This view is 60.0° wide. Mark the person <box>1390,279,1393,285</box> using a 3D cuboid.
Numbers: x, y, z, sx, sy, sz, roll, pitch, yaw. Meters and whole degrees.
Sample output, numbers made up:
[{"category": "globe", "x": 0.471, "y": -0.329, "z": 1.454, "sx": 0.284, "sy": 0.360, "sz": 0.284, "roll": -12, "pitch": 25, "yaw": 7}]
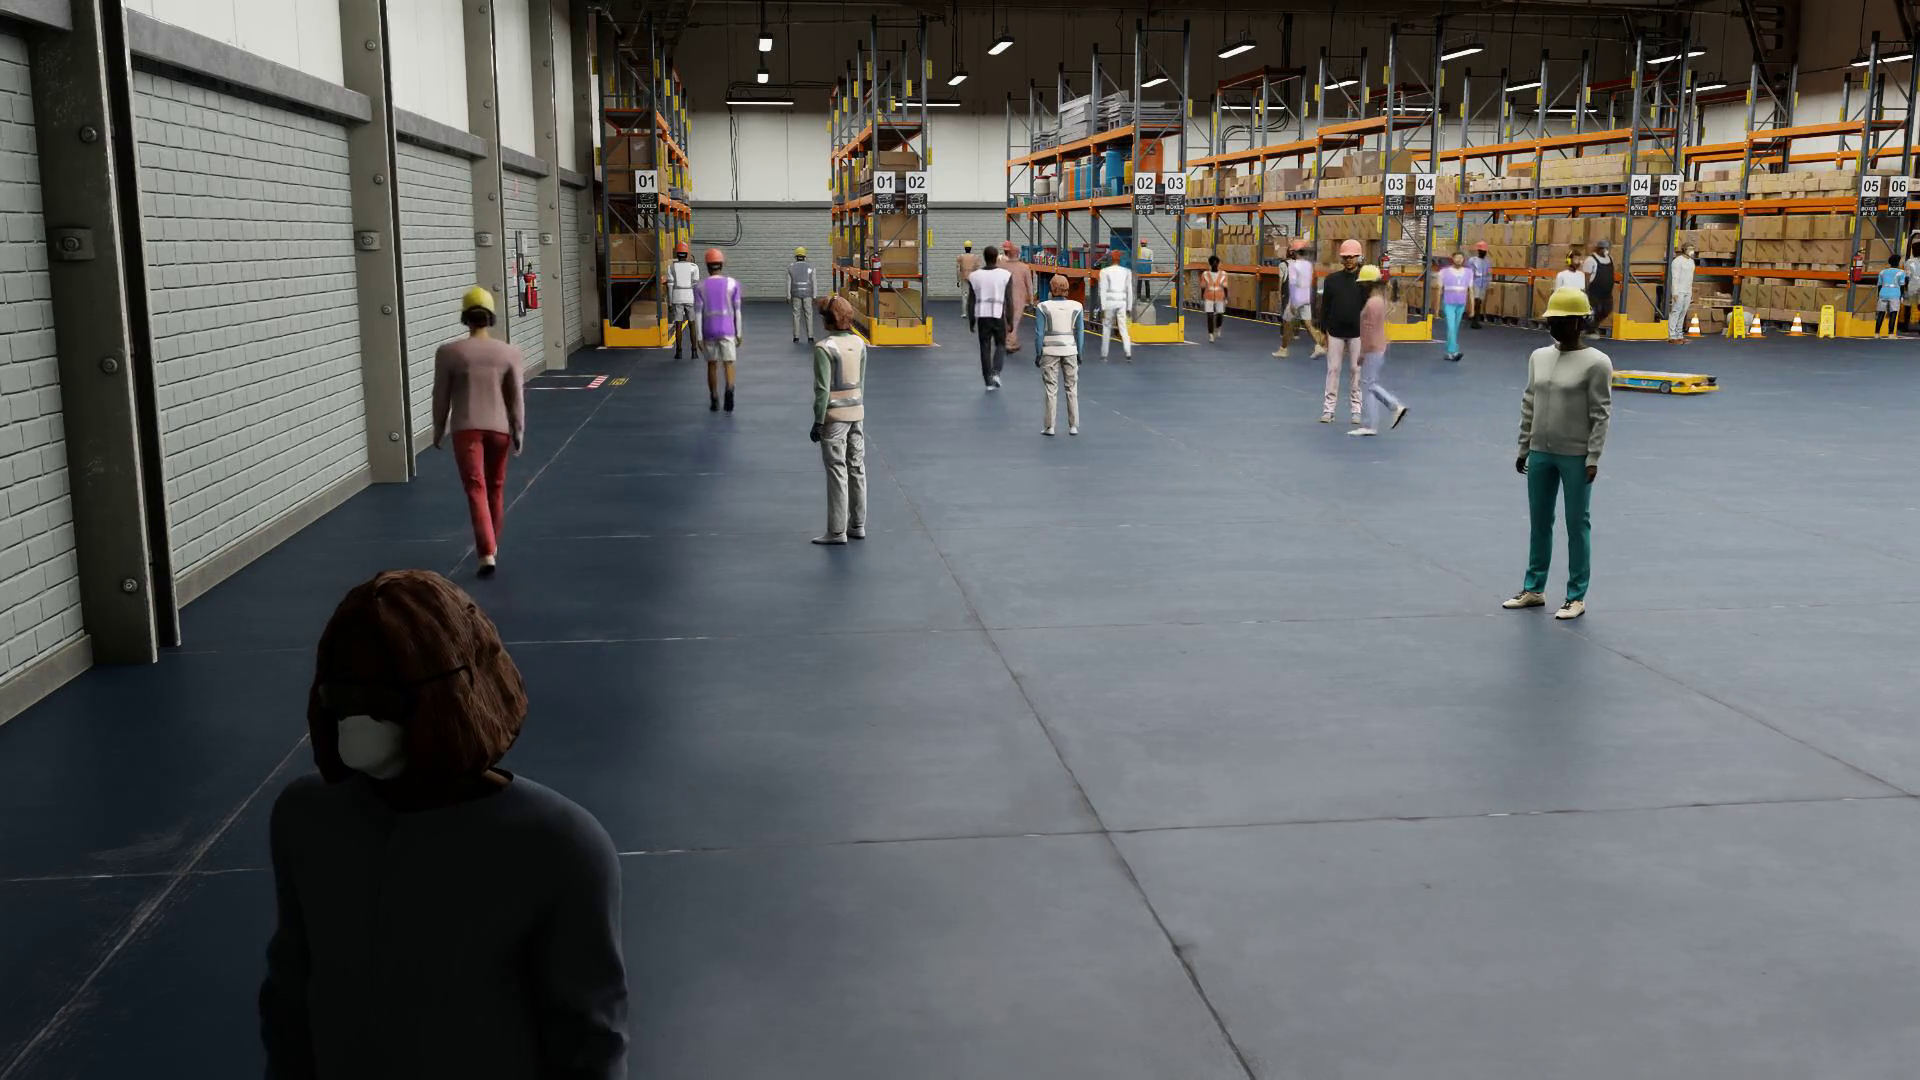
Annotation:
[{"category": "person", "x": 13.058, "y": -8.196, "z": 50.925, "sx": 0.647, "sy": 1.898, "sz": 0.599, "roll": -3, "pitch": 11, "yaw": -15}]

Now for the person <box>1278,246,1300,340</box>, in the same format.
[{"category": "person", "x": 6.523, "y": -4.865, "z": 32.805, "sx": 0.507, "sy": 1.844, "sz": 0.345, "roll": 1, "pitch": 10, "yaw": 6}]

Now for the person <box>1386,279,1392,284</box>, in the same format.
[{"category": "person", "x": 12.235, "y": -7.621, "z": 47.882, "sx": 0.510, "sy": 1.860, "sz": 0.334, "roll": -5, "pitch": 11, "yaw": -24}]

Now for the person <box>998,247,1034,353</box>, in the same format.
[{"category": "person", "x": 0.964, "y": -4.209, "z": 29.211, "sx": 0.653, "sy": 1.857, "sz": 1.024, "roll": 4, "pitch": 11, "yaw": 20}]

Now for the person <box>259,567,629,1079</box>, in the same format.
[{"category": "person", "x": -0.659, "y": 0.837, "z": 2.120, "sx": 0.498, "sy": 1.634, "sz": 0.278, "roll": 3, "pitch": 11, "yaw": 15}]

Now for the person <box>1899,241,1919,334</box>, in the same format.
[{"category": "person", "x": 19.840, "y": -5.200, "z": 34.414, "sx": 0.610, "sy": 1.936, "sz": 0.856, "roll": 0, "pitch": 10, "yaw": 3}]

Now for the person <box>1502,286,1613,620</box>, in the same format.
[{"category": "person", "x": 3.206, "y": -0.464, "z": 8.895, "sx": 0.310, "sy": 1.769, "sz": 0.525, "roll": -7, "pitch": 13, "yaw": -34}]

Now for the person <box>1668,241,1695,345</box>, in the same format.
[{"category": "person", "x": 13.640, "y": -4.657, "z": 31.401, "sx": 0.627, "sy": 1.940, "sz": 0.370, "roll": -8, "pitch": 13, "yaw": -38}]

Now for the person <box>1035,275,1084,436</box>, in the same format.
[{"category": "person", "x": 1.011, "y": -1.878, "z": 16.991, "sx": 0.514, "sy": 1.638, "sz": 0.315, "roll": -2, "pitch": 10, "yaw": -10}]

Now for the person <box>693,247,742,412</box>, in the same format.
[{"category": "person", "x": -2.783, "y": -2.400, "z": 19.139, "sx": 0.548, "sy": 1.912, "sz": 0.789, "roll": -1, "pitch": 10, "yaw": -8}]

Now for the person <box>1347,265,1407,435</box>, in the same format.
[{"category": "person", "x": 4.251, "y": -1.924, "z": 16.962, "sx": 0.512, "sy": 1.749, "sz": 0.526, "roll": 3, "pitch": 11, "yaw": 18}]

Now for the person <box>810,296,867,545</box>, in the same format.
[{"category": "person", "x": -0.798, "y": -0.786, "z": 10.999, "sx": 0.309, "sy": 1.641, "sz": 0.513, "roll": 6, "pitch": 12, "yaw": 30}]

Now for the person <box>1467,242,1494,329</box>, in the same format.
[{"category": "person", "x": 11.479, "y": -5.580, "z": 36.529, "sx": 0.579, "sy": 1.908, "sz": 0.809, "roll": -3, "pitch": 11, "yaw": -15}]

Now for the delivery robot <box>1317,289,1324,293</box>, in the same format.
[{"category": "delivery robot", "x": 10.867, "y": -7.283, "z": 49.336, "sx": 0.707, "sy": 0.478, "sz": 0.477, "roll": -2, "pitch": 10, "yaw": -11}]

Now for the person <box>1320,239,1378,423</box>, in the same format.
[{"category": "person", "x": 4.222, "y": -2.265, "z": 18.131, "sx": 0.609, "sy": 1.996, "sz": 0.379, "roll": 4, "pitch": 11, "yaw": 20}]

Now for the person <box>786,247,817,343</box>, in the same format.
[{"category": "person", "x": -3.050, "y": -4.712, "z": 31.996, "sx": 0.593, "sy": 1.832, "sz": 0.403, "roll": -1, "pitch": 10, "yaw": -6}]

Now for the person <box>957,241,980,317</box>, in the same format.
[{"category": "person", "x": 0.204, "y": -6.577, "z": 41.956, "sx": 0.585, "sy": 1.928, "sz": 0.379, "roll": 0, "pitch": 10, "yaw": -1}]

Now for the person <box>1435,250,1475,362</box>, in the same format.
[{"category": "person", "x": 8.082, "y": -3.791, "z": 27.024, "sx": 0.593, "sy": 1.796, "sz": 0.935, "roll": -1, "pitch": 10, "yaw": -7}]

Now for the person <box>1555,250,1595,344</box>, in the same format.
[{"category": "person", "x": 9.100, "y": -3.366, "z": 24.639, "sx": 0.538, "sy": 1.819, "sz": 0.961, "roll": -5, "pitch": 12, "yaw": -27}]

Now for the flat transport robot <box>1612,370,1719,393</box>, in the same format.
[{"category": "flat transport robot", "x": 9.172, "y": -2.100, "z": 21.961, "sx": 0.652, "sy": 0.197, "sz": 1.431, "roll": -8, "pitch": 13, "yaw": -38}]

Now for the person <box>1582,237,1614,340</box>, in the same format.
[{"category": "person", "x": 12.650, "y": -4.980, "z": 32.892, "sx": 0.705, "sy": 2.000, "sz": 0.540, "roll": -4, "pitch": 11, "yaw": -22}]

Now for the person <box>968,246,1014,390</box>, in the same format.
[{"category": "person", "x": 0.411, "y": -2.951, "z": 22.136, "sx": 0.626, "sy": 1.901, "sz": 0.496, "roll": 1, "pitch": 10, "yaw": 8}]

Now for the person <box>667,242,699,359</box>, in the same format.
[{"category": "person", "x": -4.603, "y": -3.982, "z": 27.707, "sx": 0.543, "sy": 1.939, "sz": 0.355, "roll": -3, "pitch": 11, "yaw": -14}]

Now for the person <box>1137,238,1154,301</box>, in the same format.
[{"category": "person", "x": 5.776, "y": -8.505, "z": 52.351, "sx": 0.622, "sy": 1.989, "sz": 0.399, "roll": 1, "pitch": 10, "yaw": 6}]

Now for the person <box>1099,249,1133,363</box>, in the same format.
[{"category": "person", "x": 2.535, "y": -3.799, "z": 26.974, "sx": 0.594, "sy": 1.861, "sz": 0.826, "roll": -3, "pitch": 11, "yaw": -15}]

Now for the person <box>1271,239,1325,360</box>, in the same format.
[{"category": "person", "x": 5.676, "y": -3.988, "z": 27.606, "sx": 0.624, "sy": 1.998, "sz": 1.041, "roll": -8, "pitch": 13, "yaw": -38}]

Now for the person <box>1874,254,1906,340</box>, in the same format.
[{"category": "person", "x": 18.366, "y": -4.790, "z": 32.842, "sx": 0.322, "sy": 1.690, "sz": 0.546, "roll": -6, "pitch": 12, "yaw": -30}]

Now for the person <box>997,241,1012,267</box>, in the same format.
[{"category": "person", "x": 1.129, "y": -6.167, "z": 39.716, "sx": 0.543, "sy": 1.927, "sz": 0.375, "roll": 1, "pitch": 10, "yaw": 6}]

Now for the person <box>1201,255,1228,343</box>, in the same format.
[{"category": "person", "x": 4.899, "y": -4.649, "z": 32.092, "sx": 0.533, "sy": 1.679, "sz": 0.455, "roll": 1, "pitch": 10, "yaw": 5}]

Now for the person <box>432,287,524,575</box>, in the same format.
[{"category": "person", "x": -2.920, "y": -0.673, "z": 10.151, "sx": 0.523, "sy": 1.726, "sz": 0.898, "roll": -6, "pitch": 12, "yaw": -29}]
